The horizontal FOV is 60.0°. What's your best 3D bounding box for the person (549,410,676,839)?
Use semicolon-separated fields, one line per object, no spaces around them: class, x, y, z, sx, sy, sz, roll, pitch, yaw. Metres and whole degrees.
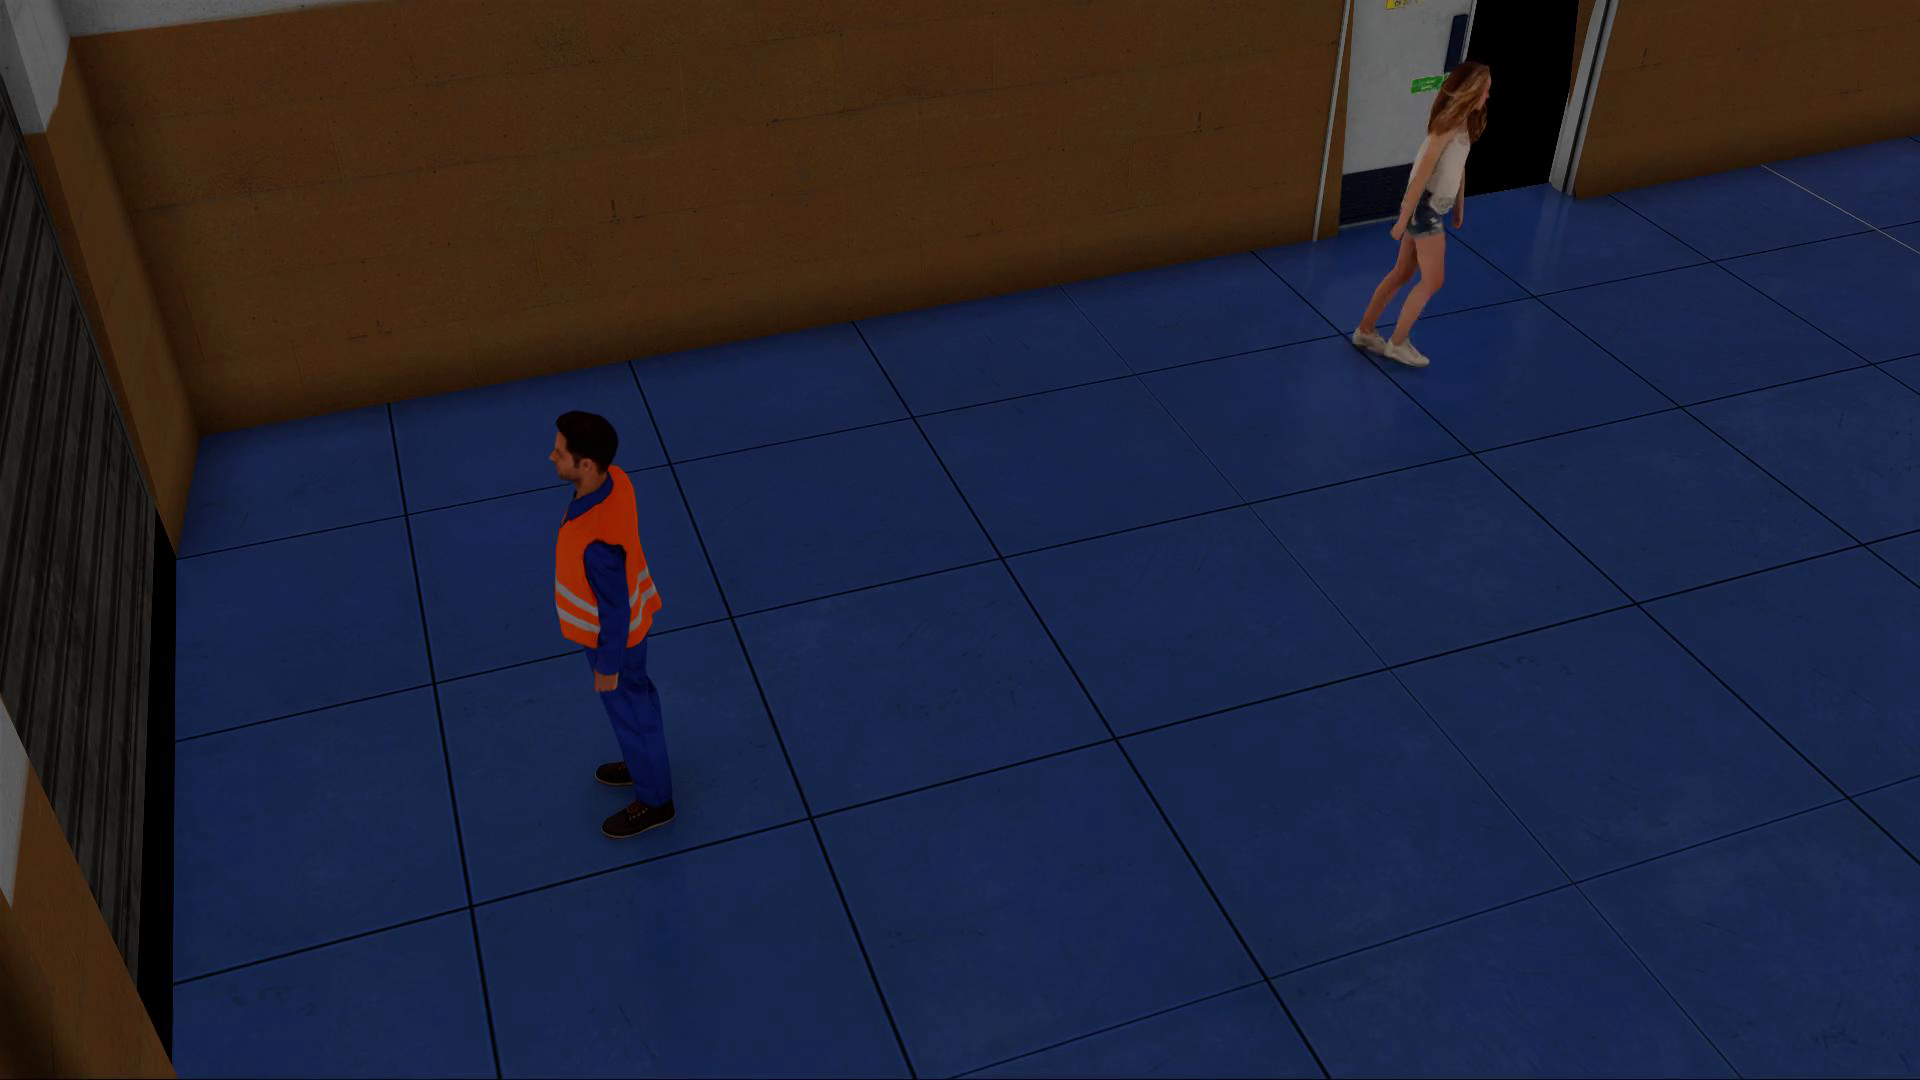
person;-1.282;0.319;6.171;0.769;1.864;0.578;-8;38;-10

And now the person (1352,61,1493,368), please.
person;2.437;-1.750;9.047;0.853;1.720;0.790;24;43;28
